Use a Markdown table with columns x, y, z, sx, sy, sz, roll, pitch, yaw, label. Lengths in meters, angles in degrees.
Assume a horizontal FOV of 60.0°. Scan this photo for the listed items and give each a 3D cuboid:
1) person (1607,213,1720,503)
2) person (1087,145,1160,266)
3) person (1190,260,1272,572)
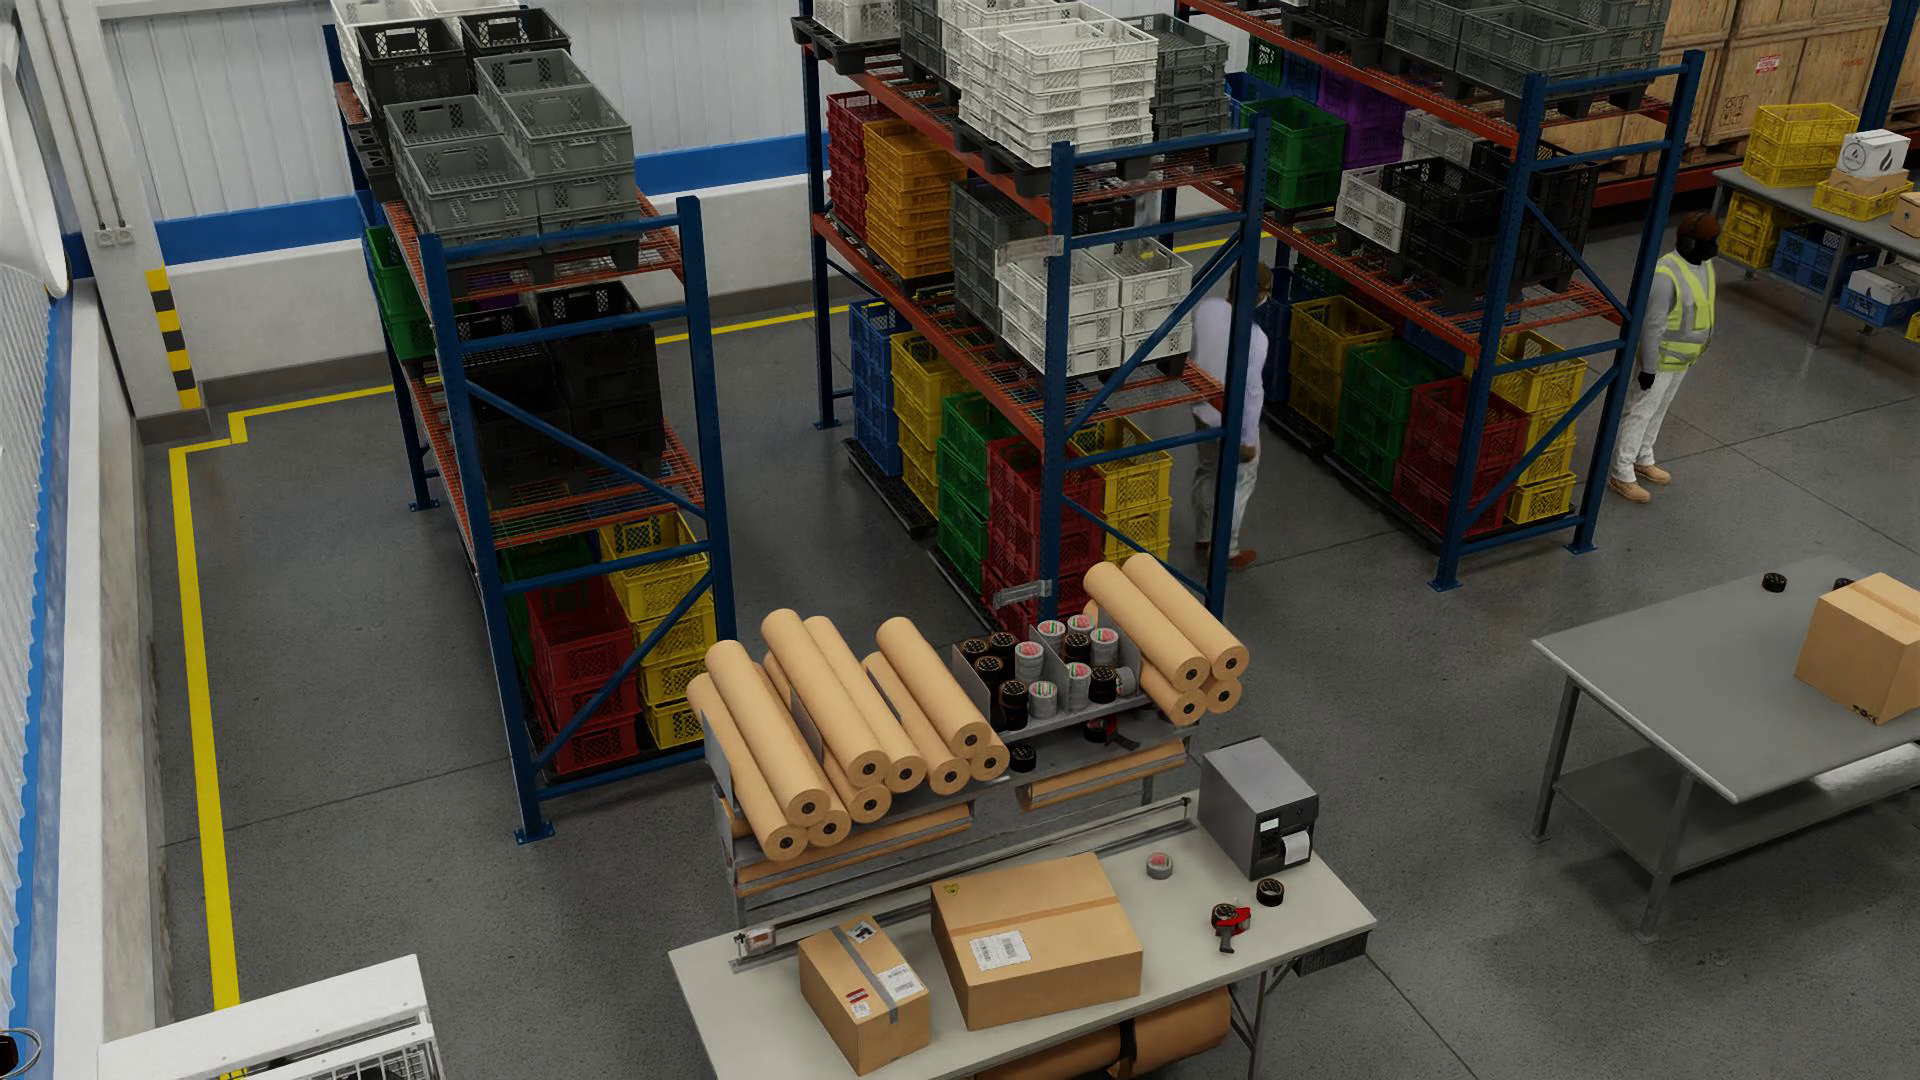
| x | y | z | sx | sy | sz | roll | pitch | yaw | label |
| --- | --- | --- | --- | --- | --- | --- | --- | --- | --- |
| 4.392 | -1.141 | 10.310 | 0.429 | 1.845 | 0.621 | 27 | 41 | 37 | person |
| 1.162 | -2.367 | 12.278 | 0.591 | 1.869 | 0.606 | 11 | 33 | 18 | person |
| 1.539 | -0.712 | 9.541 | 0.430 | 1.926 | 0.643 | -14 | 34 | -21 | person |
